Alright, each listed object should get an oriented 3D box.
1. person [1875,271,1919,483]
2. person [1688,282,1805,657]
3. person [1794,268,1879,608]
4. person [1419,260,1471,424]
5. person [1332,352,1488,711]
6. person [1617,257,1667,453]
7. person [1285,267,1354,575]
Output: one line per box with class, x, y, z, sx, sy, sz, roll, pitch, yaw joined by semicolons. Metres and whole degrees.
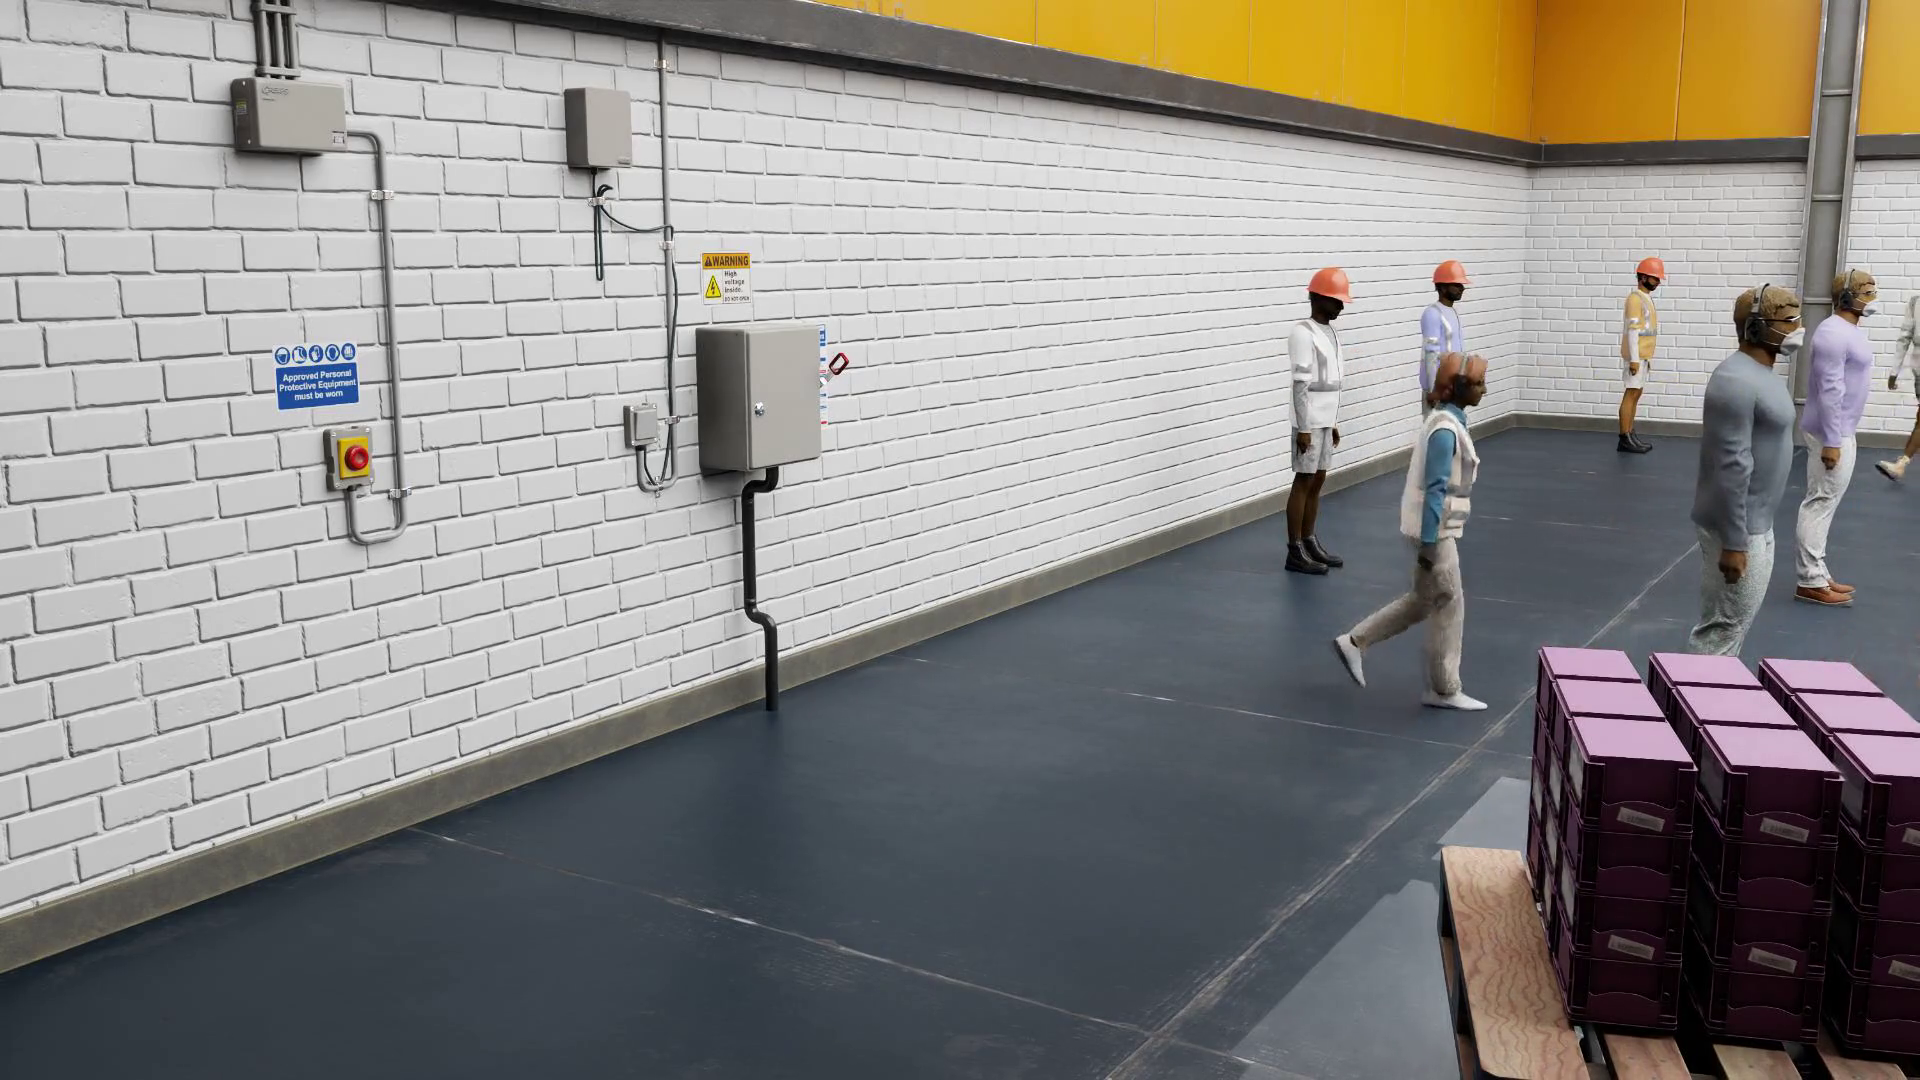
person;8.315;-1.478;14.367;1.040;1.993;0.638;-4;11;-20
person;3.067;-0.029;6.515;0.373;1.940;0.627;6;12;32
person;5.080;-0.595;9.647;0.373;1.940;0.627;6;12;32
person;3.868;-1.256;13.309;0.359;1.939;0.543;6;12;32
person;2.045;-0.042;7.468;0.629;1.612;0.538;3;11;17
person;6.770;-1.831;16.529;0.370;1.928;0.543;6;12;32
person;2.282;-0.754;10.558;0.370;1.928;0.543;6;12;32
